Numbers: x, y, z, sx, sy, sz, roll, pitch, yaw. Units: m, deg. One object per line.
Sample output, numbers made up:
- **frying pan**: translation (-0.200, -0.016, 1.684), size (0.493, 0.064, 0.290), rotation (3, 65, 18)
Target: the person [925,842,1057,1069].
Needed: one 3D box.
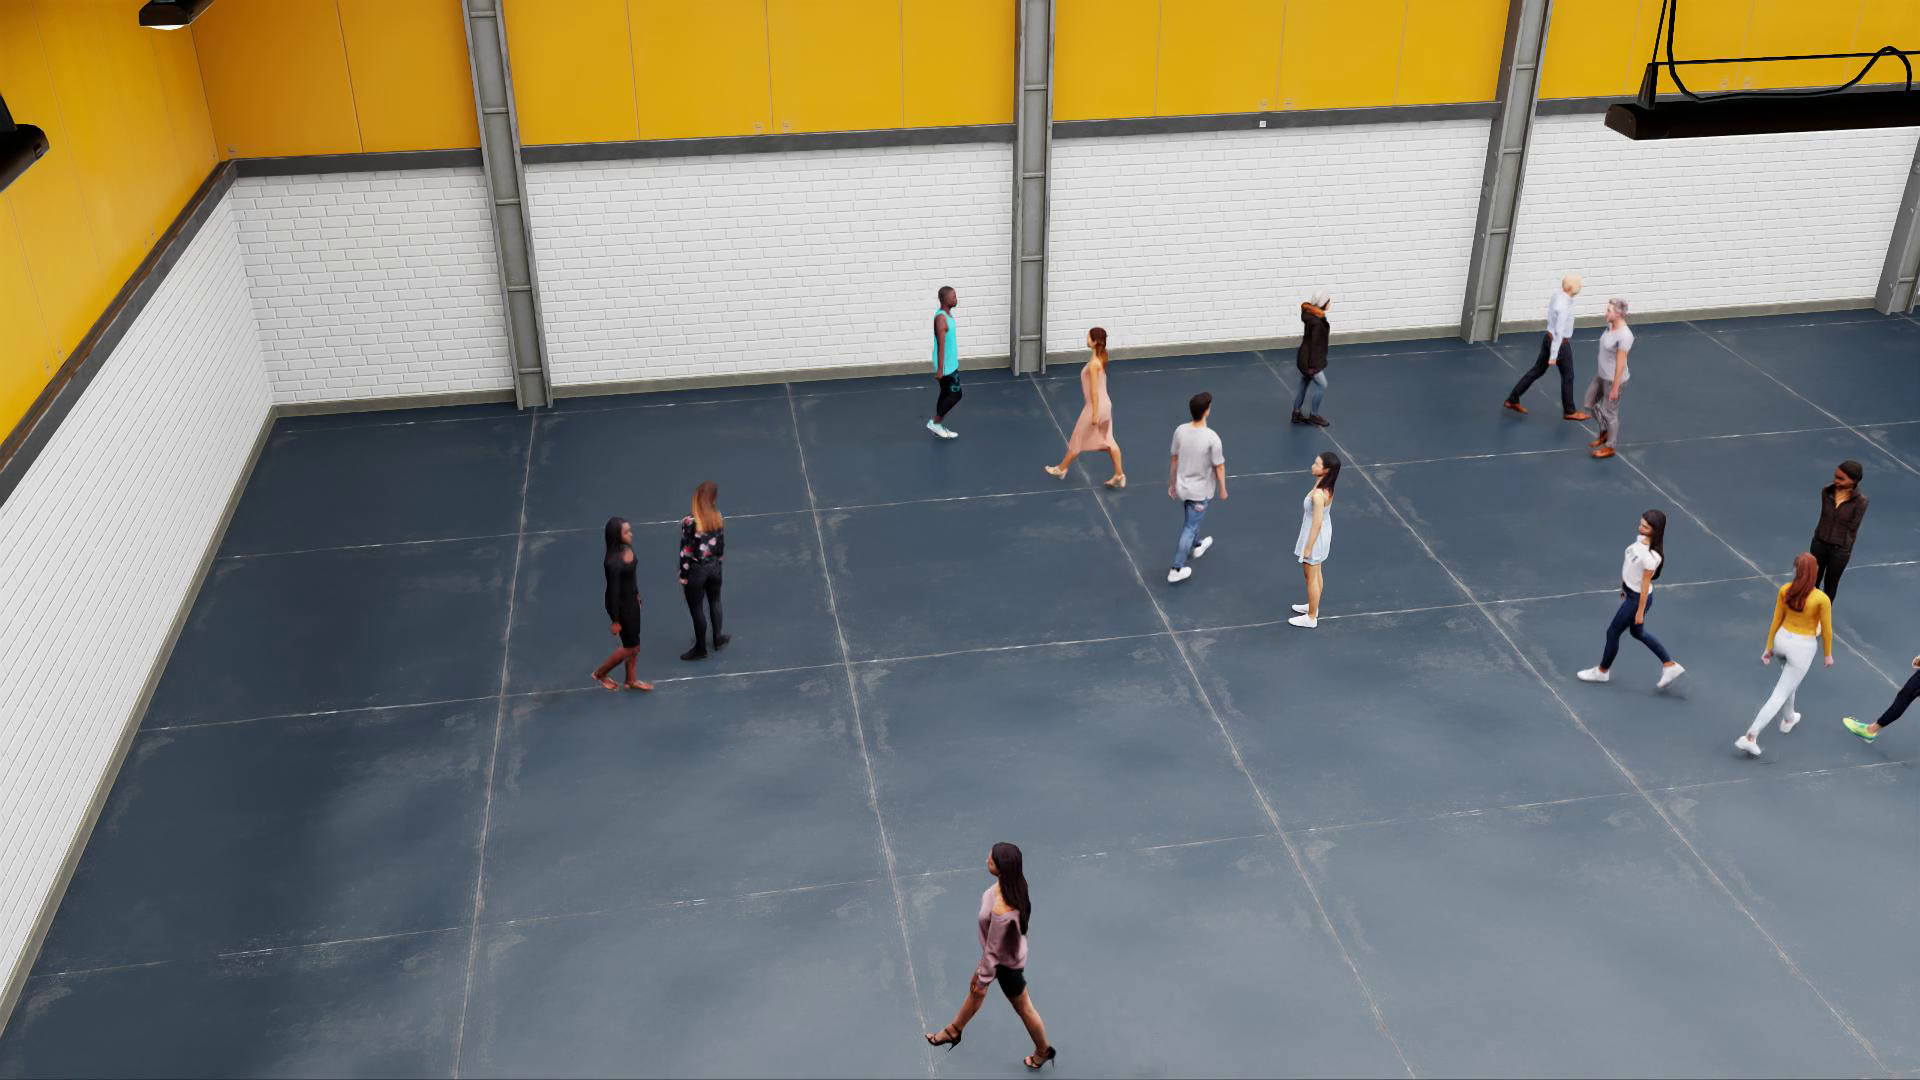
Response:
- **person**: translation (0.378, 2.617, 10.210), size (1.162, 1.768, 0.884), rotation (4, 29, 8)

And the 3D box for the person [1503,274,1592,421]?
- **person**: translation (6.734, -2.197, 19.051), size (1.277, 1.753, 0.873), rotation (3, 29, 5)

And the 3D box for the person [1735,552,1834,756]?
- **person**: translation (6.627, 0.947, 13.332), size (1.232, 1.711, 0.918), rotation (-15, 32, -26)

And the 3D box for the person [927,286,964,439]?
- **person**: translation (-0.266, -1.961, 18.571), size (0.717, 1.799, 0.701), rotation (3, 29, 5)

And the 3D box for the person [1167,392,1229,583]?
- **person**: translation (2.161, -0.463, 15.769), size (1.186, 1.852, 1.043), rotation (-24, 37, -37)

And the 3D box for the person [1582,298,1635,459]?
- **person**: translation (7.214, -1.772, 18.221), size (0.718, 1.803, 0.847), rotation (-2, 29, -3)

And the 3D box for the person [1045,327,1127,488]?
- **person**: translation (1.523, -1.341, 17.449), size (1.191, 1.785, 0.994), rotation (11, 30, 19)

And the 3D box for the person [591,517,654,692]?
- **person**: translation (-2.920, 0.576, 14.019), size (0.787, 1.705, 0.715), rotation (0, 29, -1)

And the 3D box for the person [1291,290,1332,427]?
- **person**: translation (3.938, -2.066, 18.947), size (0.746, 1.624, 0.713), rotation (1, 29, 3)

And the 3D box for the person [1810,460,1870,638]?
- **person**: translation (7.891, 0.041, 15.040), size (0.751, 1.665, 0.692), rotation (-16, 32, -27)

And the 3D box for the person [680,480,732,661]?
- **person**: translation (-2.270, 0.277, 14.611), size (0.813, 1.663, 0.688), rotation (17, 33, 29)

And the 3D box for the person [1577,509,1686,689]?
- **person**: translation (5.820, 0.522, 14.076), size (1.160, 1.744, 0.910), rotation (8, 30, 14)

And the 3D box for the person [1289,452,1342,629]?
- **person**: translation (3.230, -0.014, 15.078), size (0.686, 1.727, 0.672), rotation (10, 30, 18)
